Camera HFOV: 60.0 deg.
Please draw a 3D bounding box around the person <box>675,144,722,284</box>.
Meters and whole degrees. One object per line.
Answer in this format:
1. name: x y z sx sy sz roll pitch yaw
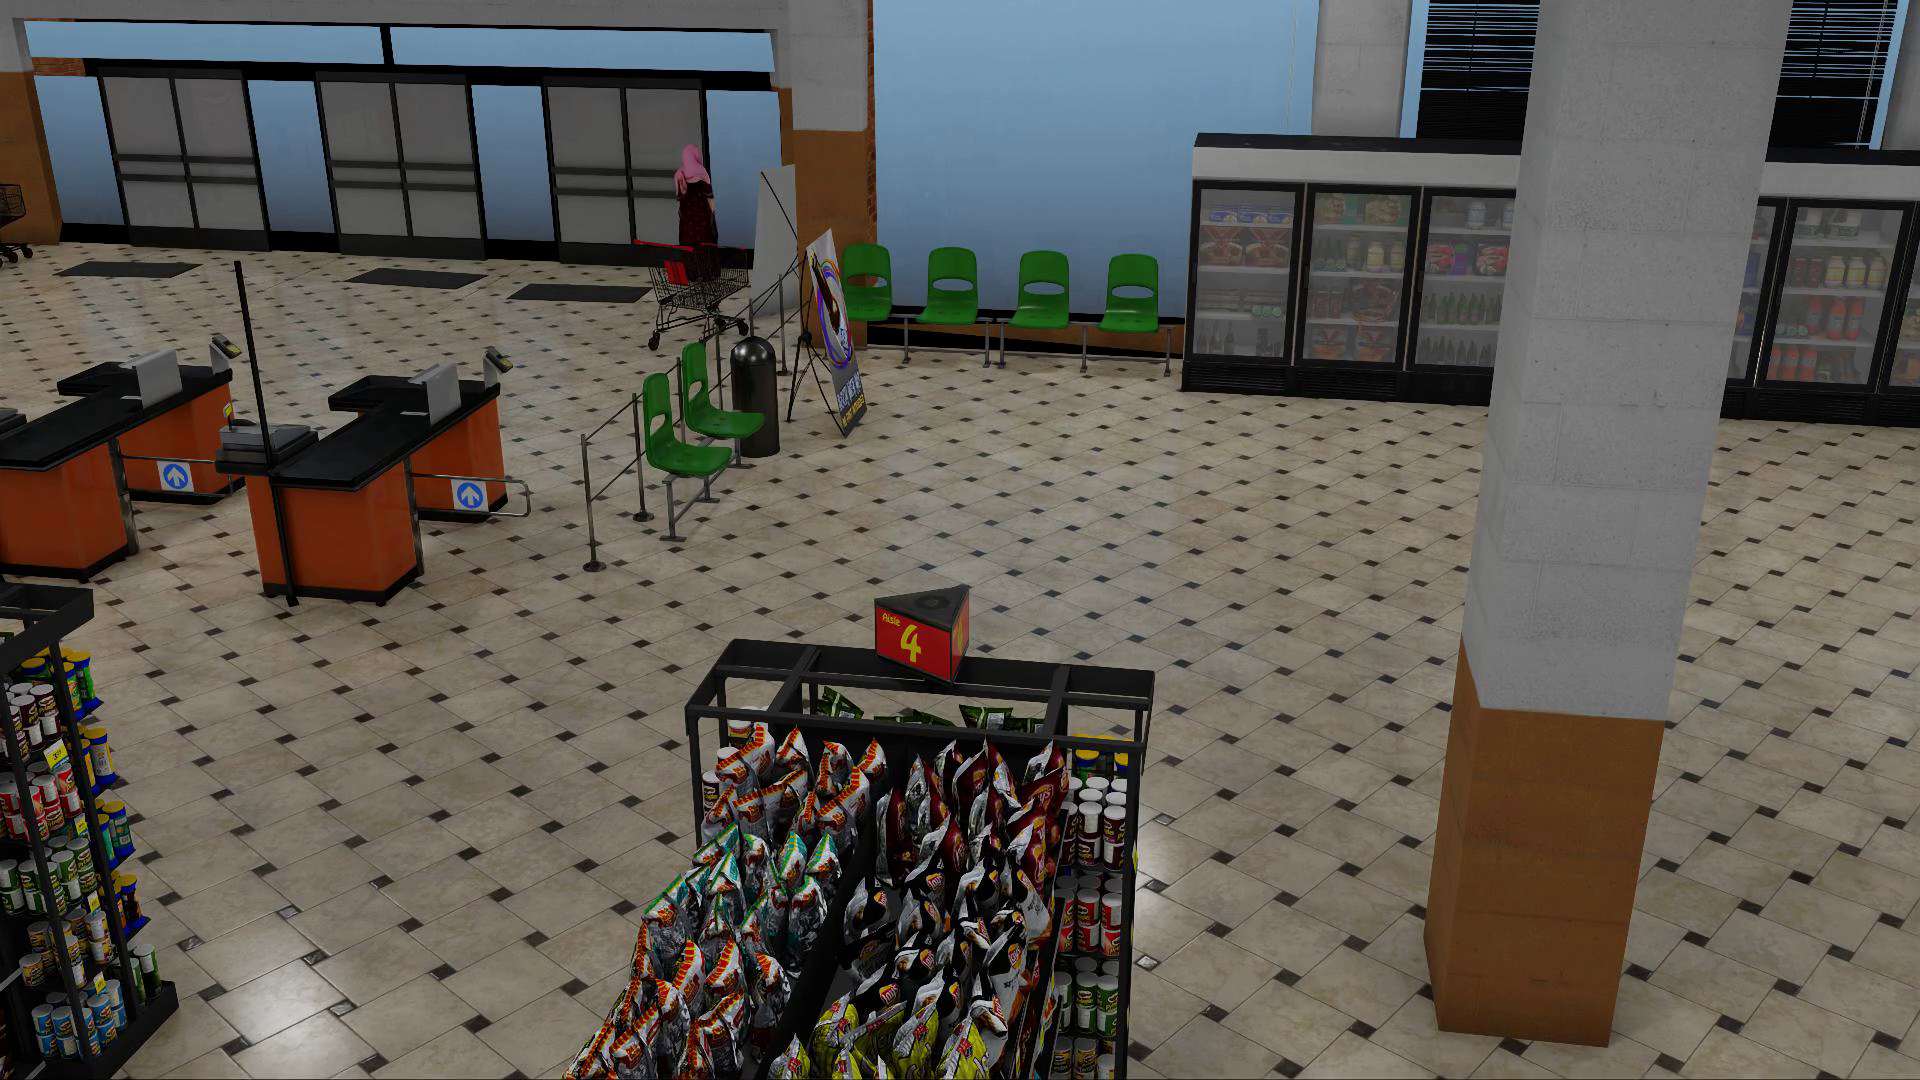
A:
1. person: -3.148 -3.901 19.853 0.676 1.637 0.621 6 23 14
